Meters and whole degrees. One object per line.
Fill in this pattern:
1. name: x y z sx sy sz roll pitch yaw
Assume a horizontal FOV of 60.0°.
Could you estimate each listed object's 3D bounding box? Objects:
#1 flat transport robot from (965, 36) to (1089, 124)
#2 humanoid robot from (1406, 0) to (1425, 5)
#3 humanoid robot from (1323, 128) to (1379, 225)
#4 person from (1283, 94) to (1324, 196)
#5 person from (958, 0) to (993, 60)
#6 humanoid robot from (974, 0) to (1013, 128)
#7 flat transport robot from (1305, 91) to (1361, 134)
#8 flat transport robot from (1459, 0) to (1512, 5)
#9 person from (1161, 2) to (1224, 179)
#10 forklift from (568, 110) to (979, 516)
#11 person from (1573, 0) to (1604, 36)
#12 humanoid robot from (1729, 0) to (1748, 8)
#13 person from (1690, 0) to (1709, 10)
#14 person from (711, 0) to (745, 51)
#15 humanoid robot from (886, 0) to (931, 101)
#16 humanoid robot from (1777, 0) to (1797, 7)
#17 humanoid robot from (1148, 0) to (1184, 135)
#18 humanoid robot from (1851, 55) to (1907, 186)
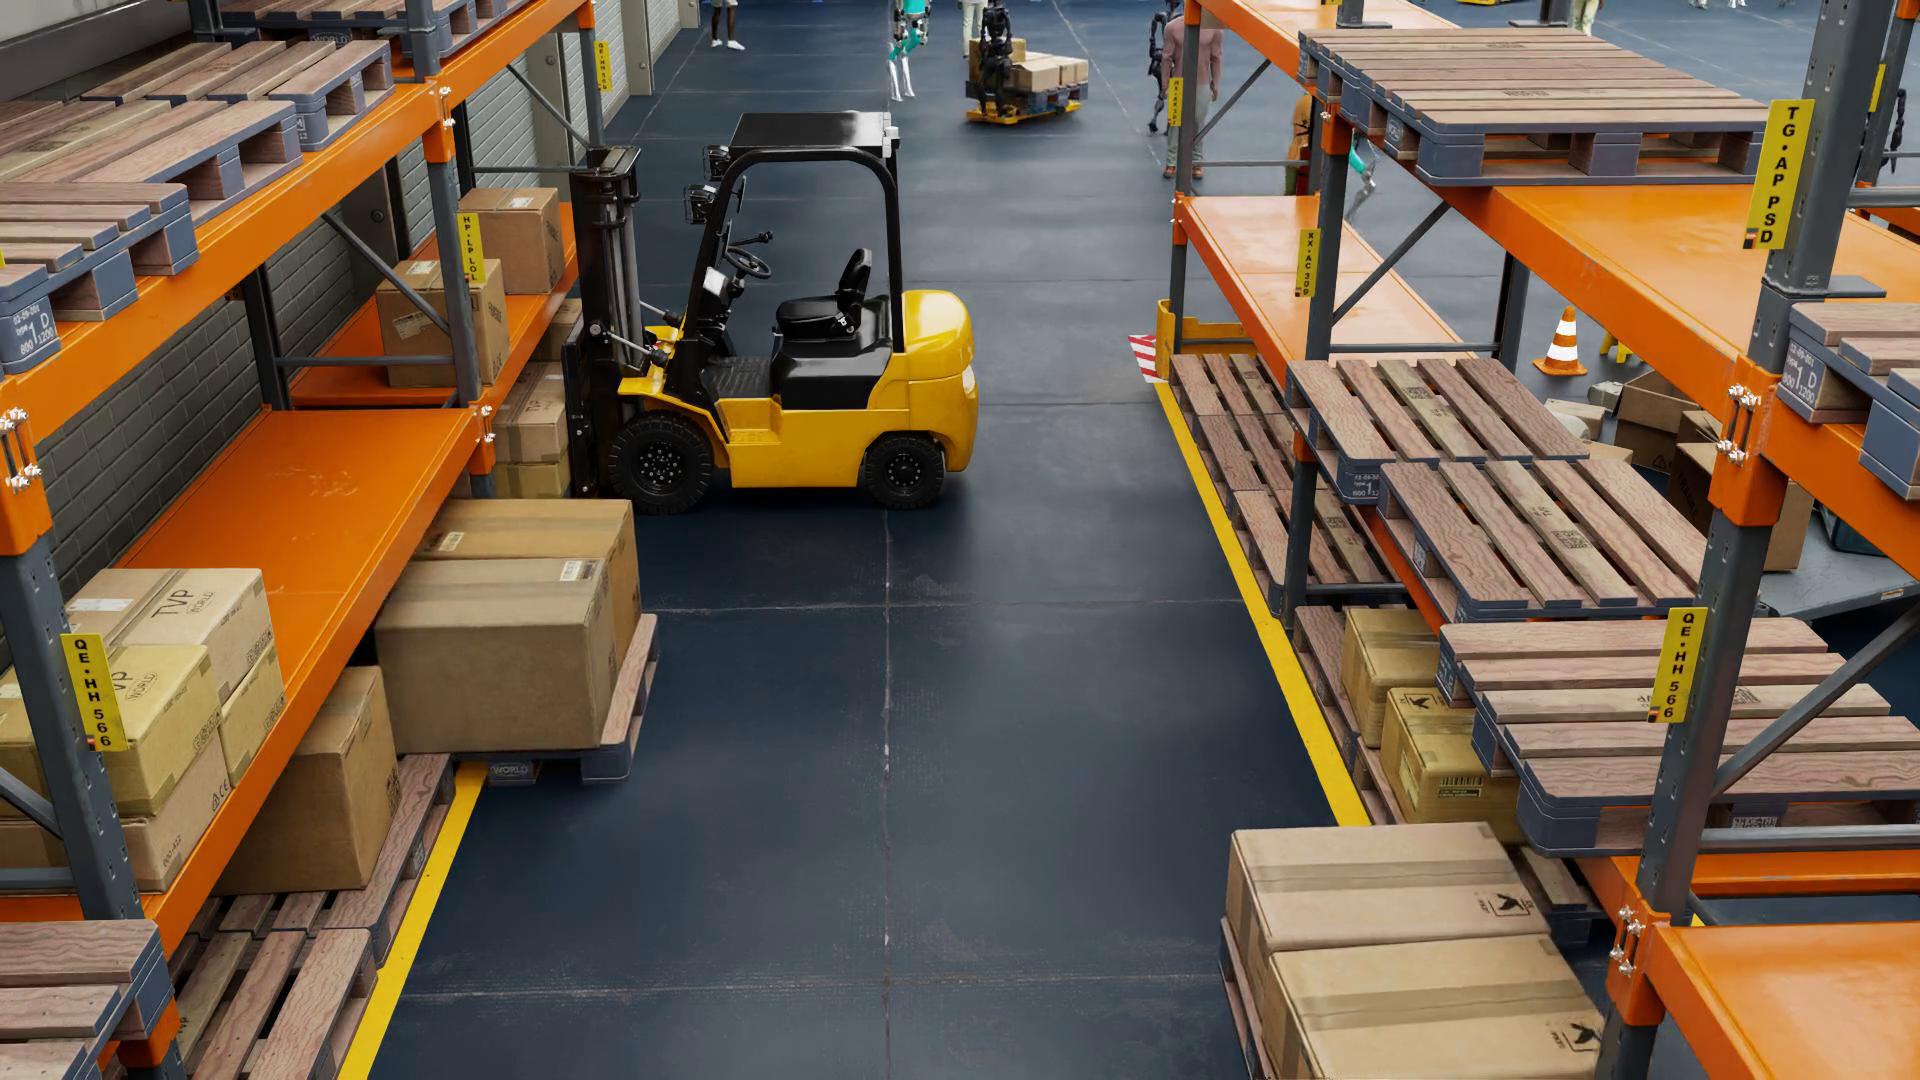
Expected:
1. flat transport robot: 0.807 -5.422 20.786 0.659 0.231 1.431 22 33 39
2. humanoid robot: 8.270 -10.492 29.870 0.596 1.651 0.340 11 28 23
3. humanoid robot: 3.575 -3.617 15.308 0.556 1.816 0.820 -12 28 -24
4. person: 3.116 -3.312 14.643 0.705 1.691 0.468 -14 29 -27
5. person: 0.225 -7.954 24.407 0.560 1.751 0.323 3 25 6
6. humanoid robot: 0.429 -5.799 19.933 0.341 1.653 0.610 -17 30 -32
7. flat transport robot: 4.902 -5.145 20.198 0.659 0.231 1.431 14 29 28
8. flat transport robot: 9.791 -9.950 30.375 1.431 0.231 0.659 -16 30 -30
9. person: 2.416 -4.778 17.469 0.634 1.936 0.353 3 25 7
10. forklift: -1.043 -1.379 9.976 2.313 2.155 1.214 -1 25 -2
11. person: 9.089 -7.873 24.138 0.519 1.852 0.908 12 28 23
12. humanoid robot: 13.982 -10.387 29.558 0.530 1.783 0.693 -3 25 -7
13. person: 13.278 -10.222 29.229 0.587 1.728 0.407 -6 26 -12
14. person: -3.618 -8.420 25.278 0.791 1.863 0.551 16 30 31
15. humanoid robot: -0.725 -6.561 21.483 0.538 1.767 0.763 -17 30 -32
16. humanoid robot: 14.855 -10.349 29.579 0.609 1.637 0.586 15 29 29
17. humanoid robot: 2.434 -5.591 19.508 0.599 1.649 0.439 15 29 29
18. humanoid robot: 8.396 -3.639 15.358 0.329 1.663 0.589 -12 28 -23
